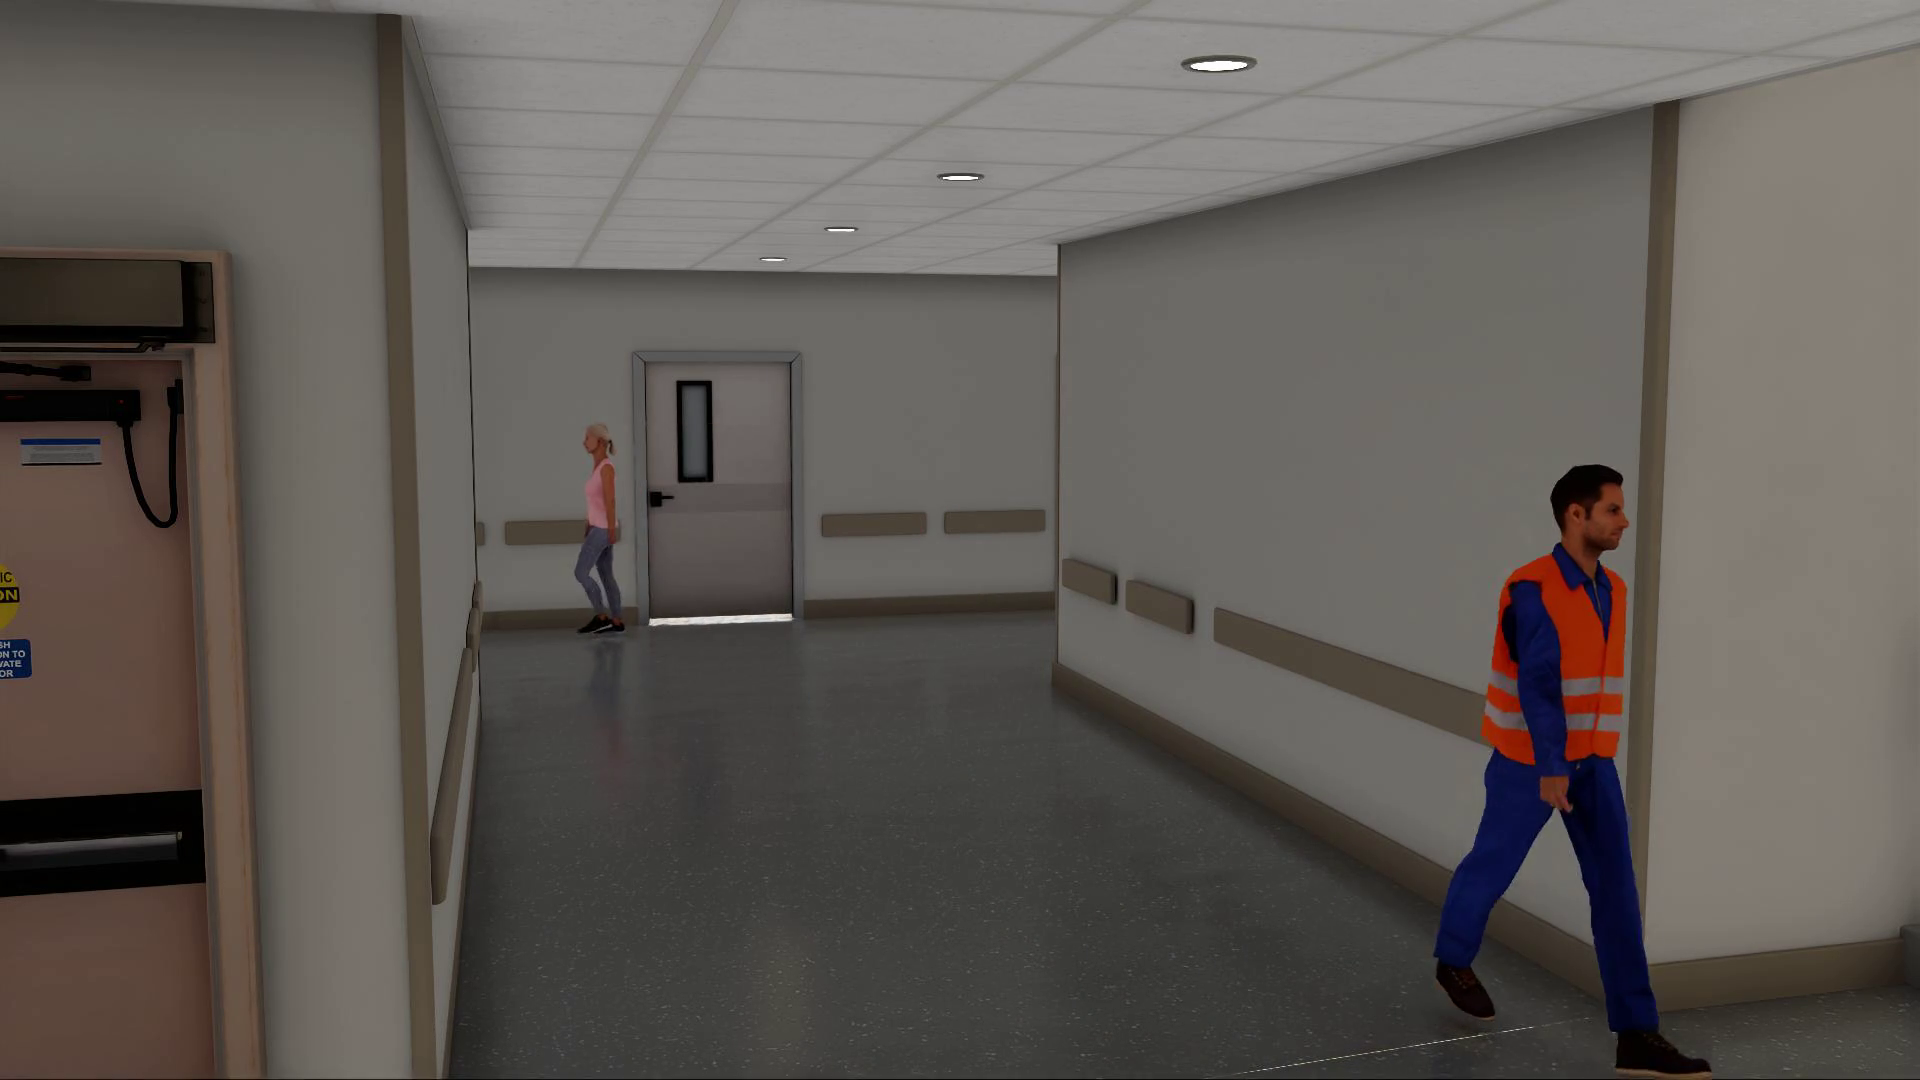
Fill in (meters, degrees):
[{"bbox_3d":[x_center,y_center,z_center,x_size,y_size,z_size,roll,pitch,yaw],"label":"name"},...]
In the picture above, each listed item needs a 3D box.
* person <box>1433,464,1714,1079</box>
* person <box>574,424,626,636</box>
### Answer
[{"bbox_3d":[1.777,0.710,5.196,1.259,1.803,0.916,-3,6,-26],"label":"person"},{"bbox_3d":[-2.810,-0.075,13.453,0.600,1.712,0.537,-2,6,-15],"label":"person"}]
